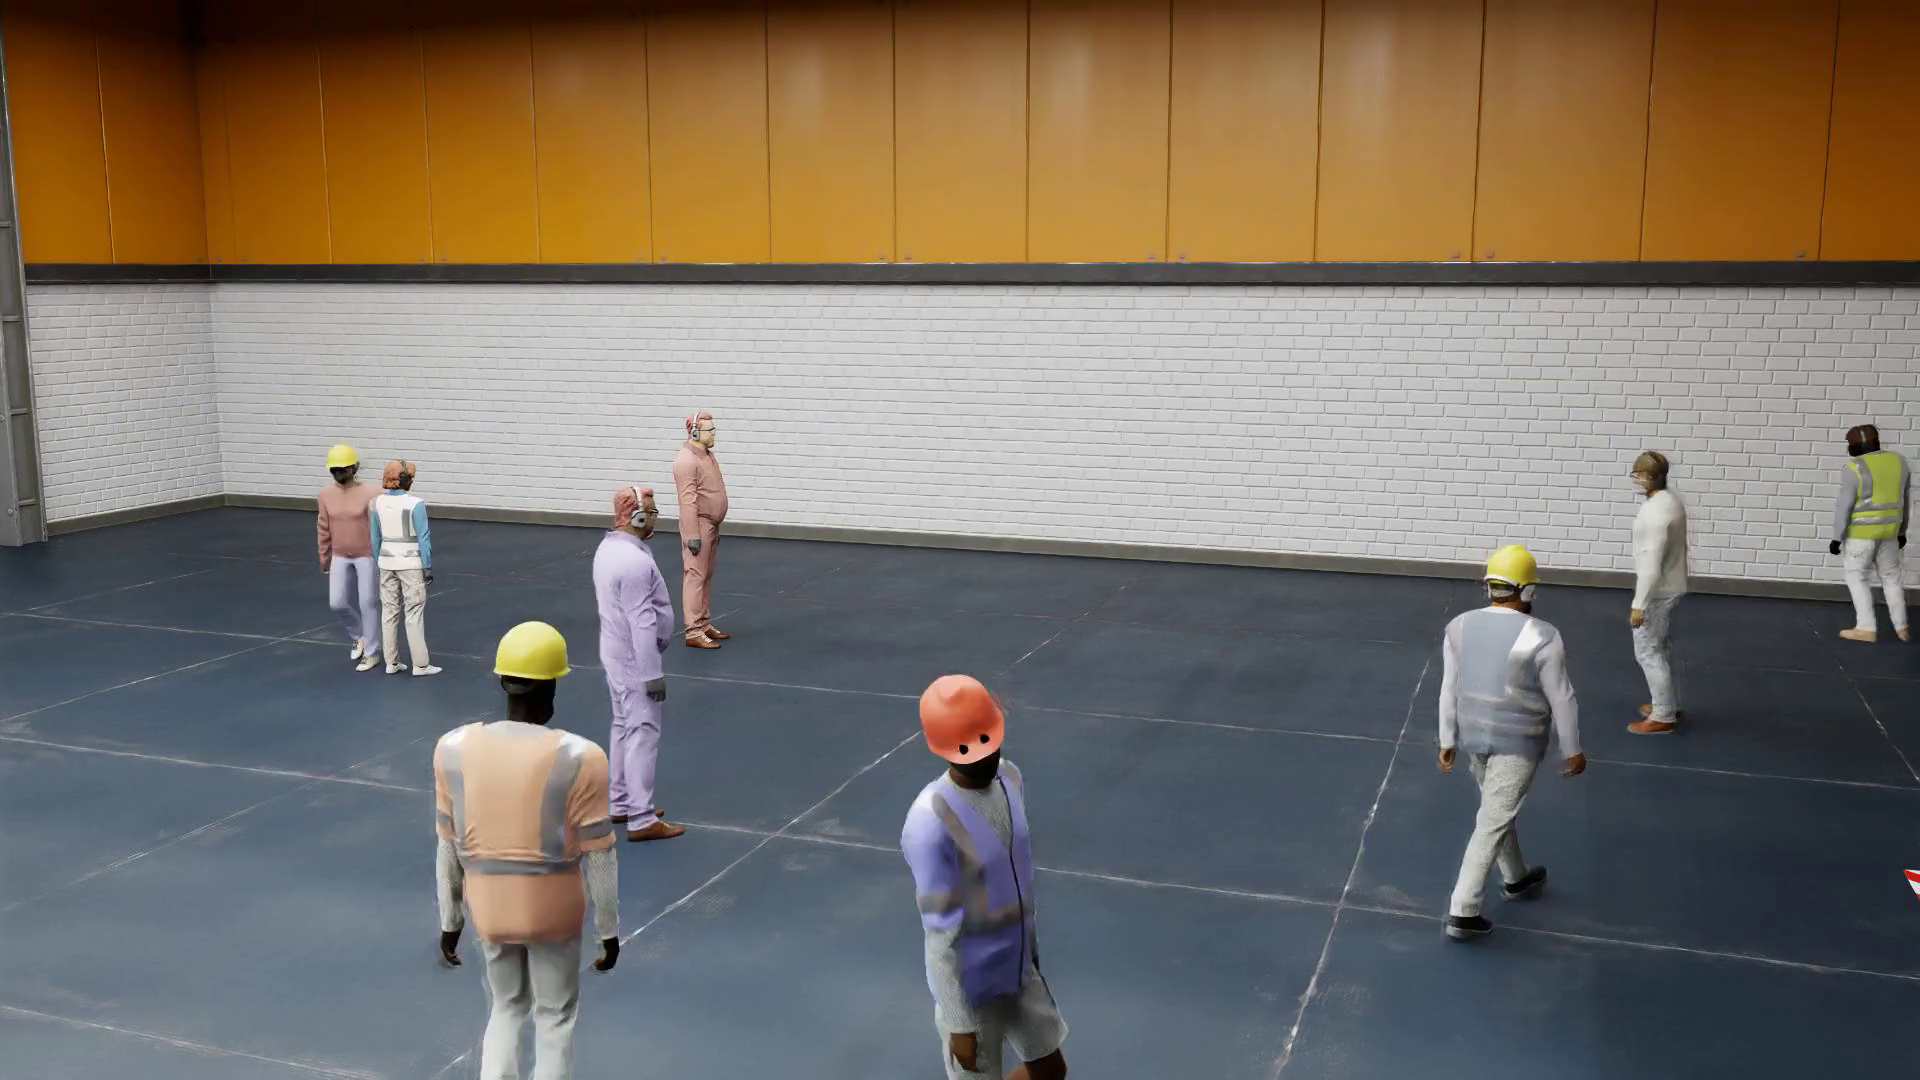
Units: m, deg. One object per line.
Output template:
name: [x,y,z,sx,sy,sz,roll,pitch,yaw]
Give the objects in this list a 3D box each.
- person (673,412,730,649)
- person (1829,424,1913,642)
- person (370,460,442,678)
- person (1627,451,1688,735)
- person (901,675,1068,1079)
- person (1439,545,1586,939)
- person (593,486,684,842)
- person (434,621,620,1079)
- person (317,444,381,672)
person: [-2.084,-0.084,13.507,0.410,1.909,0.642,1,9,5]
person: [7.524,-0.056,13.685,0.775,1.800,0.431,-2,9,-10]
person: [-4.176,0.216,12.472,0.512,1.639,0.311,3,10,21]
person: [4.545,0.349,10.870,0.406,1.894,0.736,5,11,30]
person: [0.046,1.298,5.012,0.434,1.892,0.649,6,11,34]
person: [2.536,0.916,7.711,0.948,1.783,0.604,-6,11,-34]
person: [-1.736,0.654,8.956,0.404,1.899,0.657,-4,10,-23]
person: [-1.409,1.212,5.446,0.606,1.908,0.452,1,9,9]
person: [-4.622,0.129,12.668,0.559,1.746,0.455,1,9,5]
